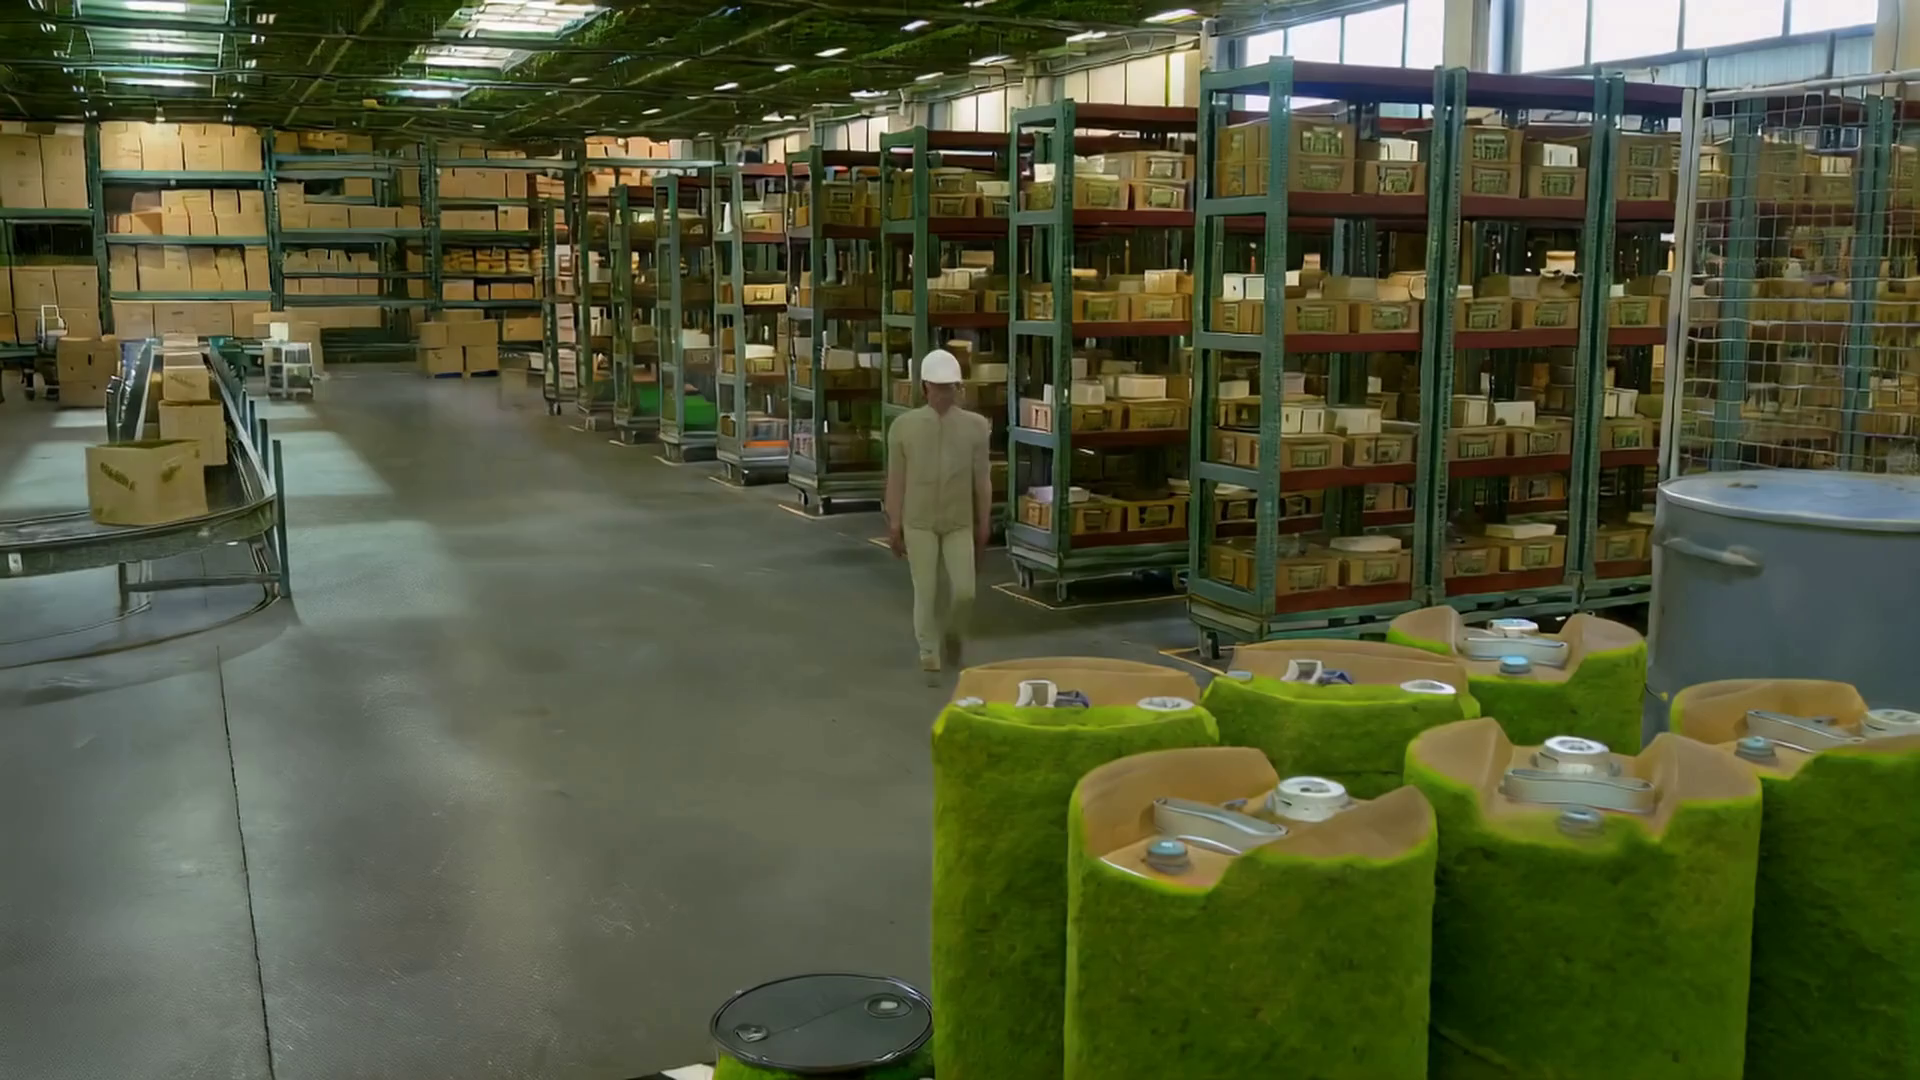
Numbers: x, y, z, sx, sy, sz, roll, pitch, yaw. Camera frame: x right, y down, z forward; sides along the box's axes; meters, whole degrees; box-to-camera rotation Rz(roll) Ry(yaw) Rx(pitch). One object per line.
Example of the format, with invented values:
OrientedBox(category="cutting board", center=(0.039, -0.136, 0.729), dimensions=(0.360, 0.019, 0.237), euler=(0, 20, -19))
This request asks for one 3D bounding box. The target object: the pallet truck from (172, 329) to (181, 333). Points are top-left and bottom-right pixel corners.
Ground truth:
OrientedBox(category="pallet truck", center=(-17.275, -3.851, 35.096), dimensions=(1.601, 1.201, 0.680), euler=(0, 9, 1))

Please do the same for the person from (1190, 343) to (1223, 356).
OrientedBox(category="person", center=(3.445, -2.240, 23.225), dimensions=(0.600, 1.829, 0.404), euler=(5, 11, 30))

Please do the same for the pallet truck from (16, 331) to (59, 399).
OrientedBox(category="pallet truck", center=(-17.082, -3.353, 31.781), dimensions=(1.630, 1.274, 0.653), euler=(-4, 10, -25))

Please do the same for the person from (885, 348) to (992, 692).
OrientedBox(category="person", center=(-0.124, -0.111, 9.561), dimensions=(0.626, 1.978, 0.458), euler=(-1, 9, -7))
